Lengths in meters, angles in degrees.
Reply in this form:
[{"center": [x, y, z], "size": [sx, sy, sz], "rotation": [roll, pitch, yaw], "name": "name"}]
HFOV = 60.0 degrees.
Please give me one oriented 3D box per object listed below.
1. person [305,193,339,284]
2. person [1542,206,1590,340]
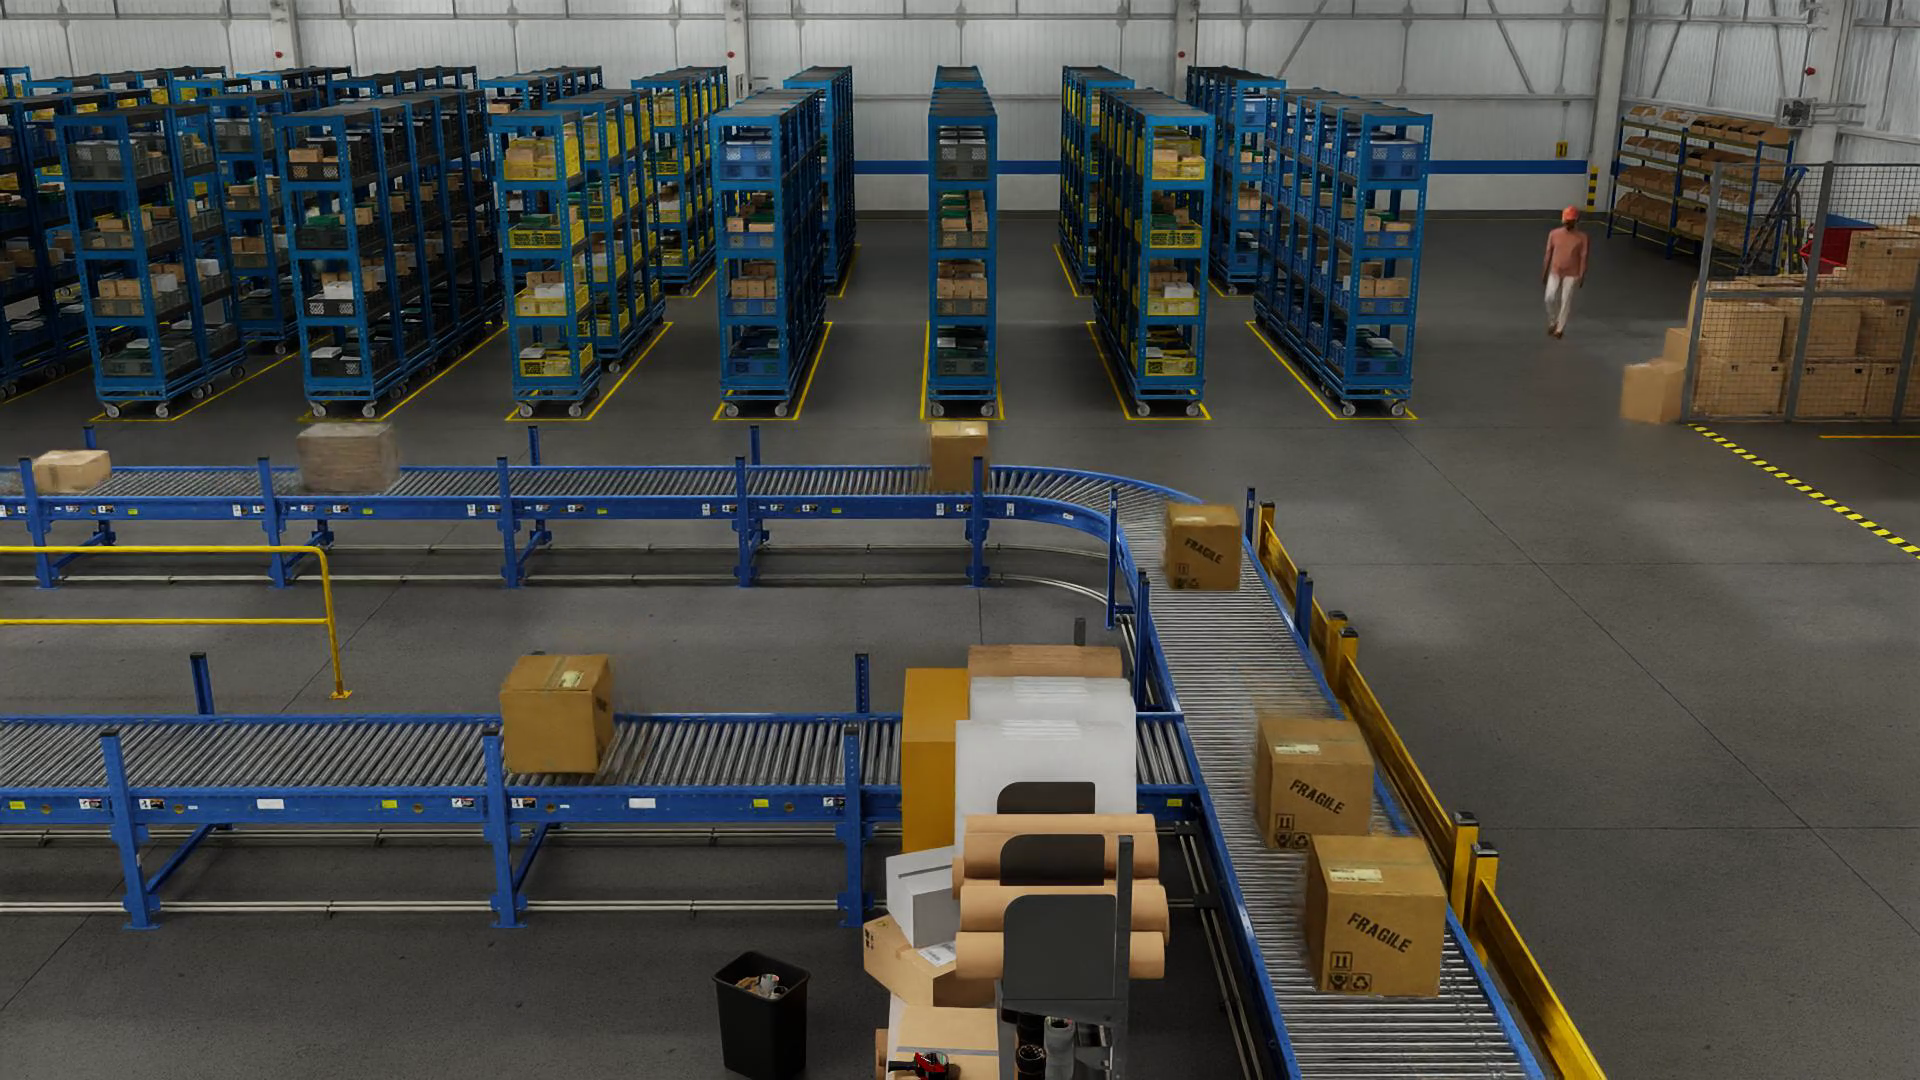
[{"center": [-10.657, -4.937, 27.933], "size": [0.642, 1.798, 0.432], "rotation": [-10, 20, -28], "name": "person"}, {"center": [8.919, -3.938, 24.564], "size": [0.650, 1.977, 0.476], "rotation": [11, 21, 31], "name": "person"}]
